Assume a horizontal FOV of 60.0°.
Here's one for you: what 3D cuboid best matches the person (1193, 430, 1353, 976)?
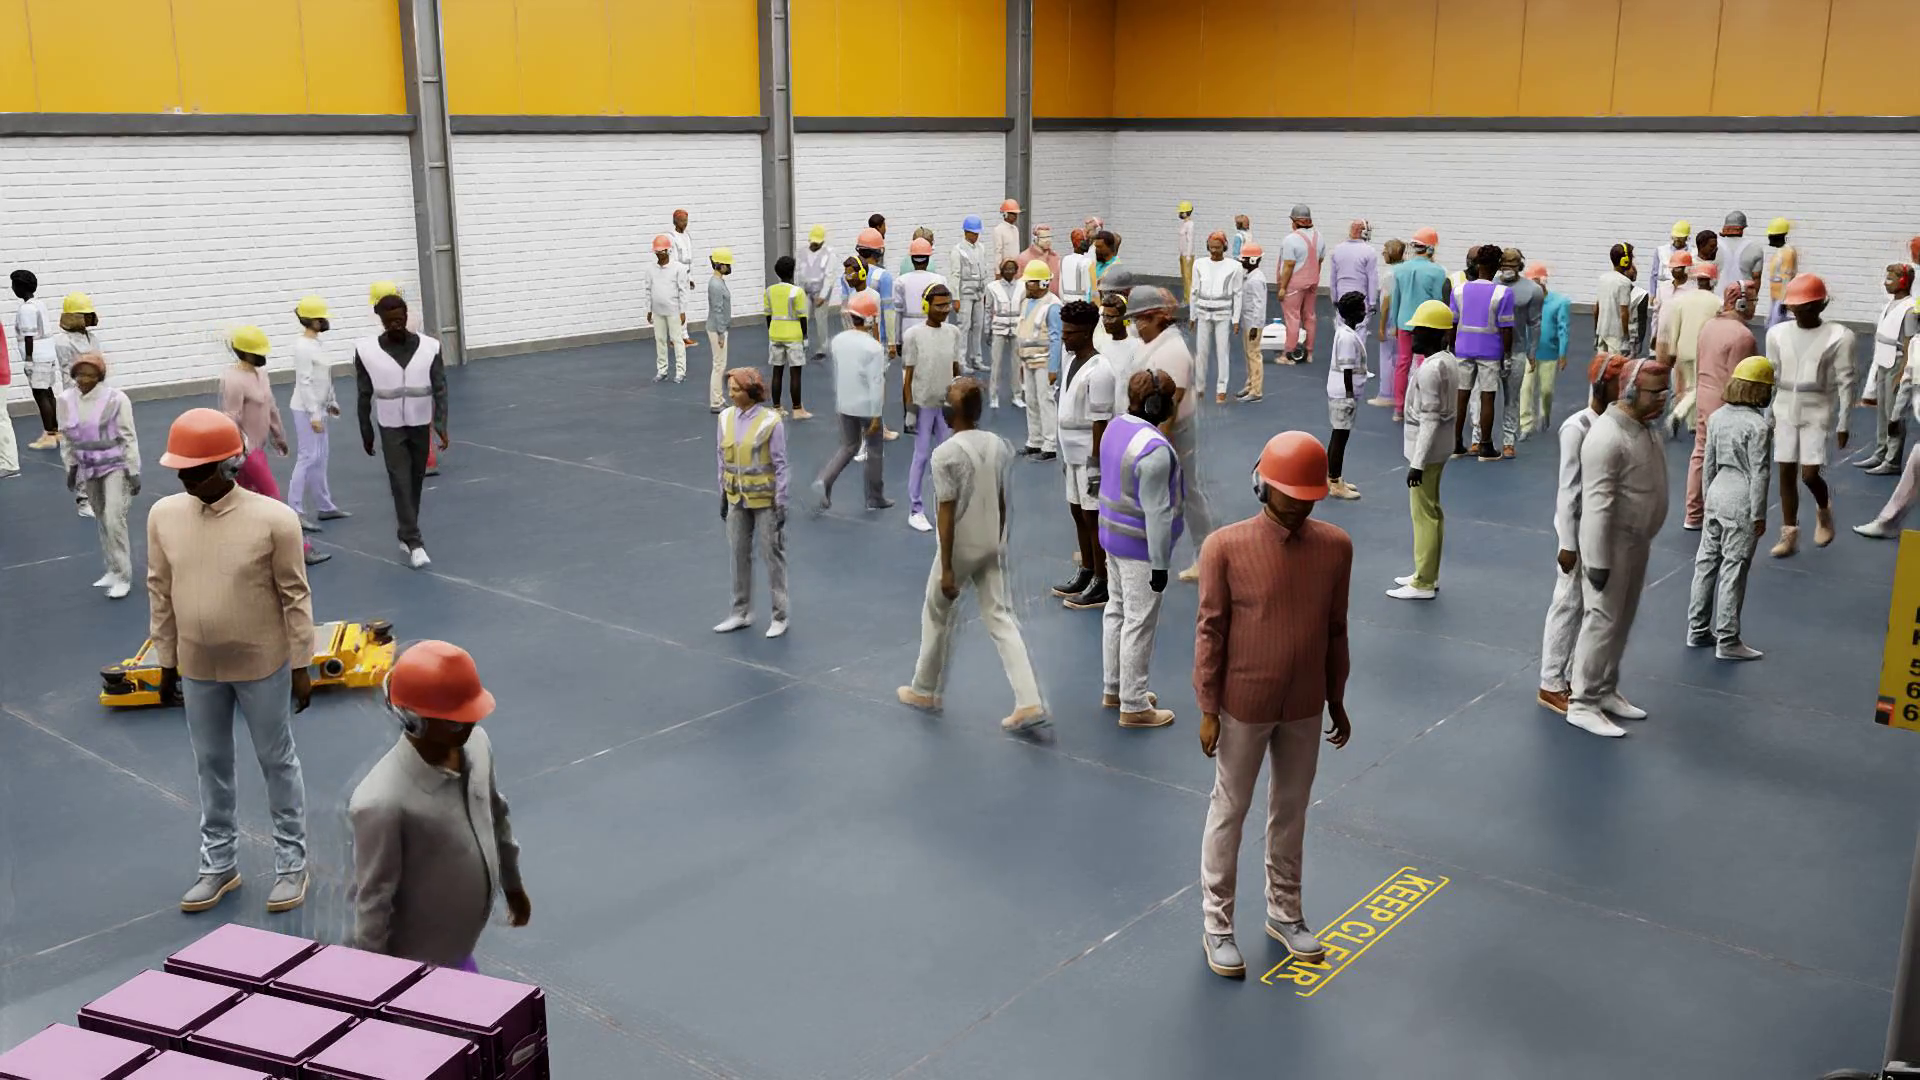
[{"bbox_3d":[1.129,0.581,5.962,0.610,1.986,0.392,-5,15,-18],"label":"person"}]

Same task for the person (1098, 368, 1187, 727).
[{"bbox_3d":[0.926,0.038,8.454,0.431,1.836,0.619,-4,15,-16],"label":"person"}]

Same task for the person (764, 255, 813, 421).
[{"bbox_3d":[-1.777,-2.077,17.165,0.535,1.700,0.318,8,16,30],"label":"person"}]

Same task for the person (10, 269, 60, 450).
[{"bbox_3d":[-8.719,-1.710,15.729,0.320,1.686,0.538,-4,15,-15],"label":"person"}]

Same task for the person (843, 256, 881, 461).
[{"bbox_3d":[-0.899,-1.655,15.175,0.349,1.856,0.528,-9,16,-31],"label":"person"}]

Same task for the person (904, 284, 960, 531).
[{"bbox_3d":[-0.201,-0.999,12.537,0.509,1.860,0.315,-9,17,-32],"label":"person"}]

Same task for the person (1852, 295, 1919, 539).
[{"bbox_3d":[7.162,-0.920,12.212,1.011,1.868,0.598,-1,14,-3],"label":"person"}]

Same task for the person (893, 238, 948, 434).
[{"bbox_3d":[-0.382,-2.007,16.431,0.548,1.929,0.389,3,14,12],"label":"person"}]

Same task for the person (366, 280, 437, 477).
[{"bbox_3d":[-4.793,-1.376,14.301,0.489,1.725,0.544,-3,14,-10],"label":"person"}]

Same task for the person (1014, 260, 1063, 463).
[{"bbox_3d":[0.712,-1.620,15.088,0.403,1.826,0.604,-7,16,-26],"label":"person"}]

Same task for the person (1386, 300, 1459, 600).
[{"bbox_3d":[2.991,-0.573,10.685,0.352,1.929,0.594,6,15,24],"label":"person"}]

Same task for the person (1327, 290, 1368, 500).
[{"bbox_3d":[3.168,-1.190,13.627,0.318,1.697,0.533,2,14,8],"label":"person"}]

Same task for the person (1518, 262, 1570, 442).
[{"bbox_3d":[5.627,-1.835,16.174,0.580,1.706,0.682,8,16,29],"label":"person"}]

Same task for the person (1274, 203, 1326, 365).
[{"bbox_3d":[4.287,-3.272,21.249,0.674,2.000,0.535,-10,17,-35],"label":"person"}]

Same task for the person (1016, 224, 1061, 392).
[{"bbox_3d":[0.929,-2.635,18.976,0.644,1.907,0.399,-11,18,-38],"label":"person"}]

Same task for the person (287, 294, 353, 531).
[{"bbox_3d":[-4.917,-0.982,12.662,0.445,1.768,0.709,-2,14,-8],"label":"person"}]

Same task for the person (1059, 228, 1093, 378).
[{"bbox_3d":[1.331,-2.530,18.608,0.355,1.882,0.574,-9,17,-33],"label":"person"}]

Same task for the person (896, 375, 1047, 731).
[{"bbox_3d":[0.081,0.071,8.404,0.506,1.801,0.982,-12,19,-41],"label":"person"}]

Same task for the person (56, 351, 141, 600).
[{"bbox_3d":[-5.548,-0.422,10.756,0.523,1.596,0.630,3,14,12],"label":"person"}]

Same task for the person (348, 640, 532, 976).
[{"bbox_3d":[-1.501,1.055,4.662,0.889,1.701,0.629,3,14,12],"label":"person"}]

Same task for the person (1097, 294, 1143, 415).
[{"bbox_3d":[1.126,-0.815,11.810,0.328,1.862,0.502,-11,18,-38],"label":"person"}]

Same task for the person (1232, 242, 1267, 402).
[{"bbox_3d":[3.199,-2.404,18.362,0.341,1.750,0.565,1,14,2],"label":"person"}]

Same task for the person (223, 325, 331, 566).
[{"bbox_3d":[-4.832,-0.631,11.381,0.880,1.700,0.597,-1,14,-4],"label":"person"}]

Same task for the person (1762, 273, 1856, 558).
[{"bbox_3d":[5.939,-0.873,11.706,0.597,2.017,0.613,-10,17,-36],"label":"person"}]

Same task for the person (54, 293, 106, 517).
[{"bbox_3d":[-6.805,-1.057,13.003,0.295,1.744,0.484,1,14,3],"label":"person"}]

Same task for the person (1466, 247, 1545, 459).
[{"bbox_3d":[4.980,-1.711,15.229,0.629,1.935,0.378,6,15,24],"label":"person"}]

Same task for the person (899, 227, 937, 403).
[{"bbox_3d":[-0.424,-2.409,18.007,0.365,1.936,0.653,-8,16,-29],"label":"person"}]

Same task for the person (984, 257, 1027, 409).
[{"bbox_3d":[0.506,-2.224,17.889,0.517,1.632,0.314,-2,14,-10],"label":"person"}]

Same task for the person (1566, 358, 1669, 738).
[{"bbox_3d":[3.330,0.028,8.360,0.395,1.898,0.662,12,18,39],"label":"person"}]

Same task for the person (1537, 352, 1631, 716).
[{"bbox_3d":[3.264,-0.030,8.624,0.584,1.876,0.337,-13,19,-43],"label":"person"}]

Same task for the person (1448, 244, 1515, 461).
[{"bbox_3d":[4.728,-1.700,15.119,0.614,1.963,0.361,11,18,38],"label":"person"}]

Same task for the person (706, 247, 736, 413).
[{"bbox_3d":[-2.515,-2.208,17.587,0.342,1.753,0.533,-2,14,-6],"label":"person"}]

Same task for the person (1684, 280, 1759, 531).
[{"bbox_3d":[5.657,-0.959,12.276,0.400,1.910,0.643,0,14,0],"label":"person"}]

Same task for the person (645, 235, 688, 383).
[{"bbox_3d":[-3.490,-2.740,19.724,0.566,1.744,0.349,5,15,20],"label":"person"}]
